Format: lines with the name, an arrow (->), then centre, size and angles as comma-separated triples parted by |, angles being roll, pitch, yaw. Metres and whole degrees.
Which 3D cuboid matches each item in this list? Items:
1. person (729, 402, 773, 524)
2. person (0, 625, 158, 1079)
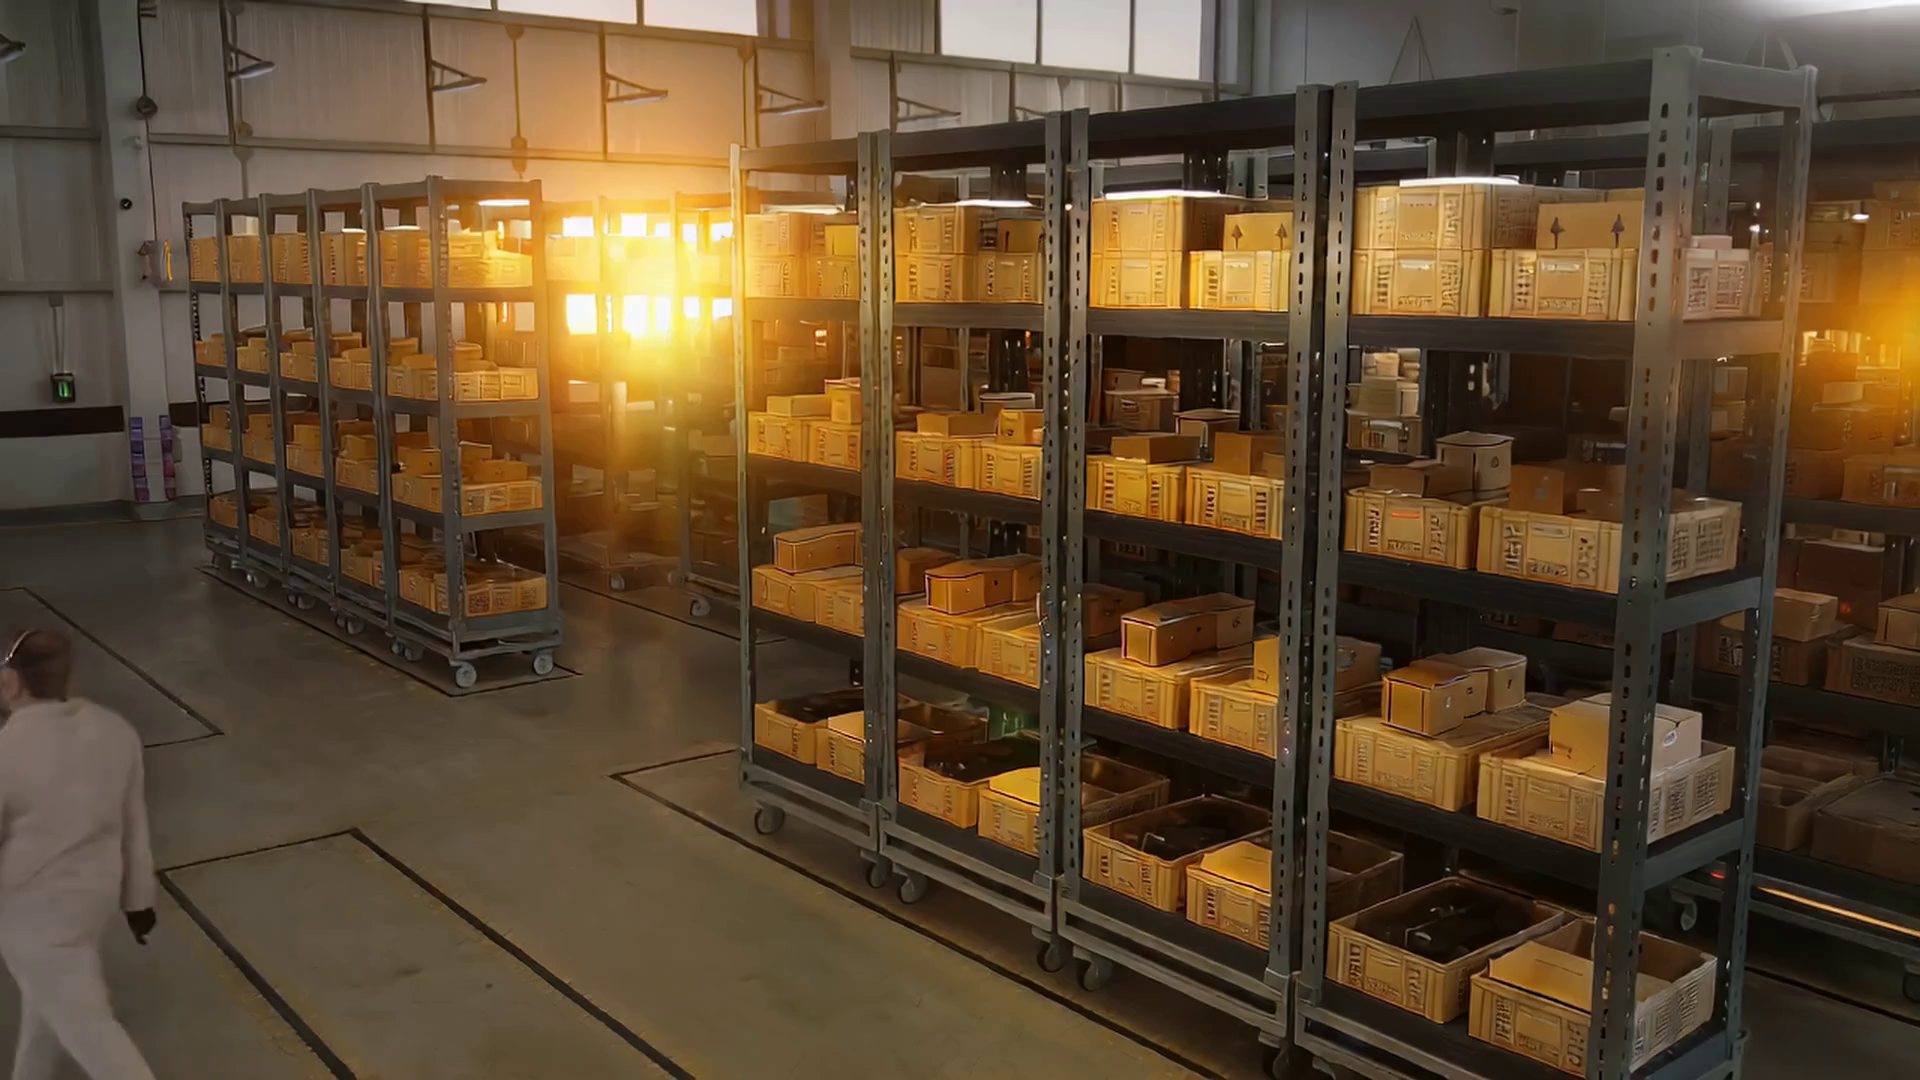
person -> -2.045, -0.593, 16.314 | 0.595, 1.828, 0.403 | 6, 11, 31
person -> -2.945, 1.202, 5.470 | 1.028, 1.860, 0.634 | 2, 10, 13
